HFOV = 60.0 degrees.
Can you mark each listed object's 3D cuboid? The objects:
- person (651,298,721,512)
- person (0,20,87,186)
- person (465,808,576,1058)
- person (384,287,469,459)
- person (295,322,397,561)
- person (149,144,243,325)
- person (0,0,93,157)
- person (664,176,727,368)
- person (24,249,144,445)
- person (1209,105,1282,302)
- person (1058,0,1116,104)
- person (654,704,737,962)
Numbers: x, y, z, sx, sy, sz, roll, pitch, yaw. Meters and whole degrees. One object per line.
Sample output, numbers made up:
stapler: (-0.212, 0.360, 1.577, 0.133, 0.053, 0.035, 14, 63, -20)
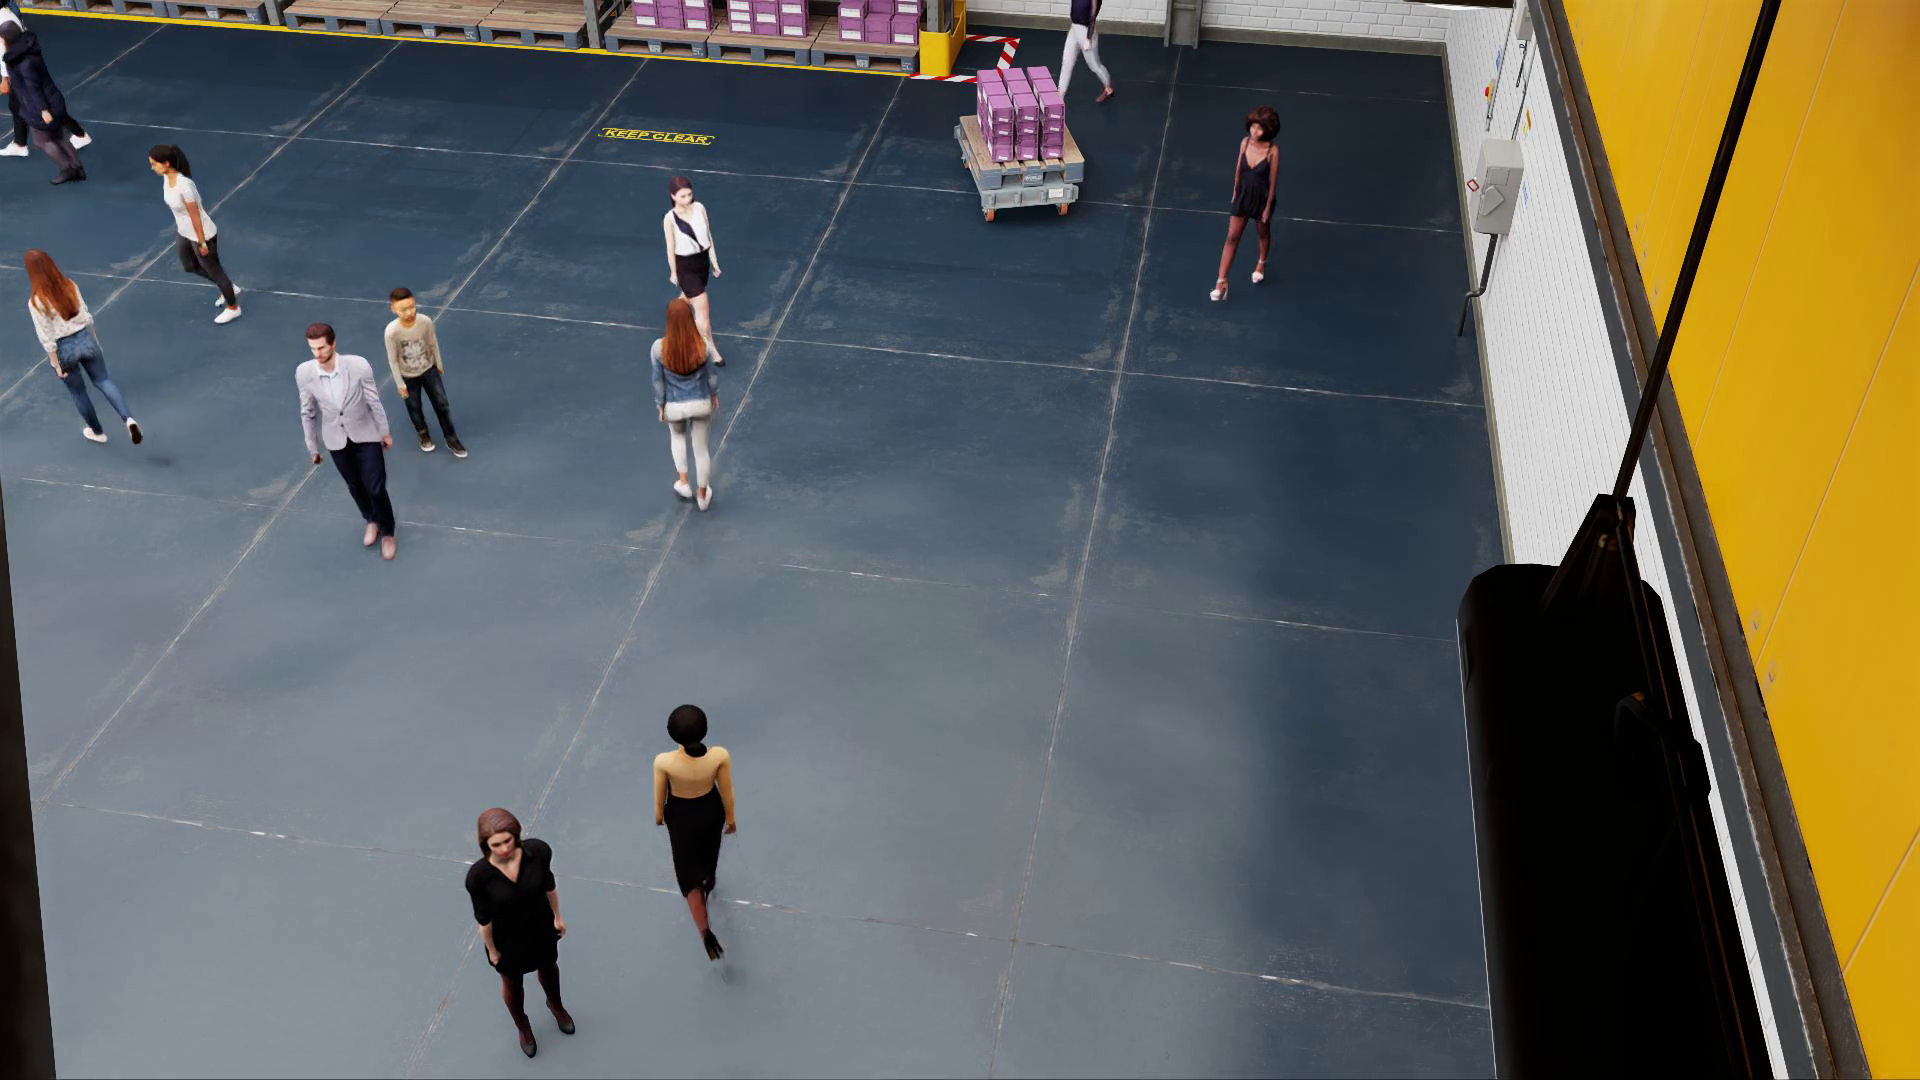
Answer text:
person: (-1.944, -0.907, 11.944, 0.630, 1.687, 0.761, -4, 39, -5)
person: (-8.816, -4.237, 16.132, 0.845, 1.664, 0.812, -15, 41, -18)
person: (-2.203, 1.954, 8.347, 0.645, 1.706, 0.703, -24, 44, -27)
person: (-4.153, -1.314, 12.650, 0.778, 1.442, 0.830, -20, 43, -24)
person: (-4.242, -0.772, 11.658, 0.765, 1.834, 0.852, -3, 39, -3)
person: (-6.424, -2.642, 14.166, 0.720, 1.625, 0.791, 29, 47, 31)
person: (-9.267, -4.661, 16.577, 1.211, 1.772, 1.044, -15, 41, -18)
person: (-2.242, -2.254, 13.686, 1.109, 1.618, 0.921, 30, 47, 32)
person: (-6.625, -1.410, 12.552, 1.009, 1.714, 0.832, 24, 44, 27)
person: (2.598, -2.872, 14.529, 1.079, 1.533, 0.889, 20, 43, 23)
person: (1.368, -5.302, 17.540, 1.157, 1.572, 0.965, -14, 41, -17)
person: (-1.407, 1.565, 8.898, 1.015, 1.626, 0.932, -12, 40, -14)
